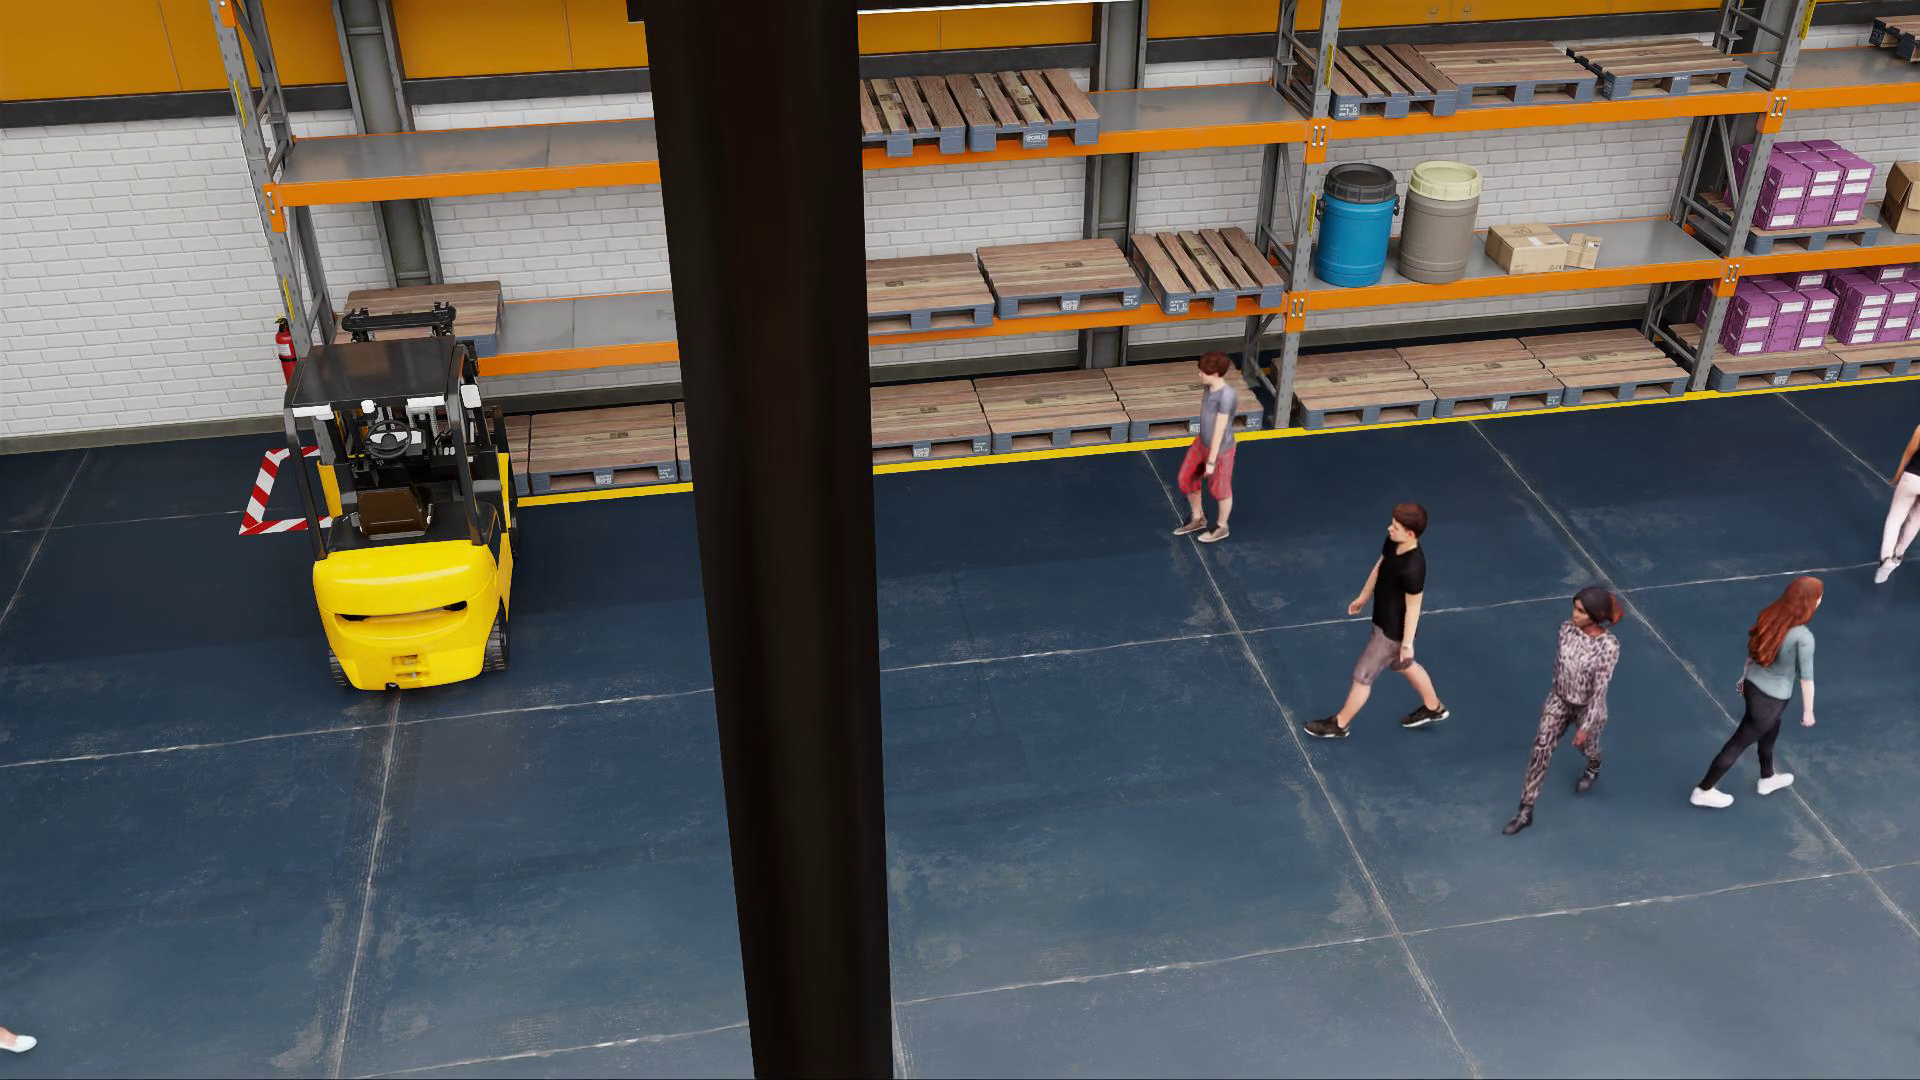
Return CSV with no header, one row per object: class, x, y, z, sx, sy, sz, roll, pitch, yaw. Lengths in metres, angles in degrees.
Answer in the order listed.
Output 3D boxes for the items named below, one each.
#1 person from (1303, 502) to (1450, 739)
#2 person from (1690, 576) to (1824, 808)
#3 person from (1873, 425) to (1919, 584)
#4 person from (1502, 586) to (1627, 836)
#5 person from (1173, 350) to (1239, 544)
person,2.892,0.546,10.746,1.272,1.828,0.859,1,34,2
person,4.843,0.983,10.194,0.947,1.712,0.647,-2,34,-3
person,7.155,-0.371,12.385,0.926,1.541,0.940,17,37,24
person,3.836,1.013,10.190,1.247,1.666,0.976,-25,41,-32
person,2.042,-0.714,12.821,0.733,1.630,0.675,-14,36,-20
